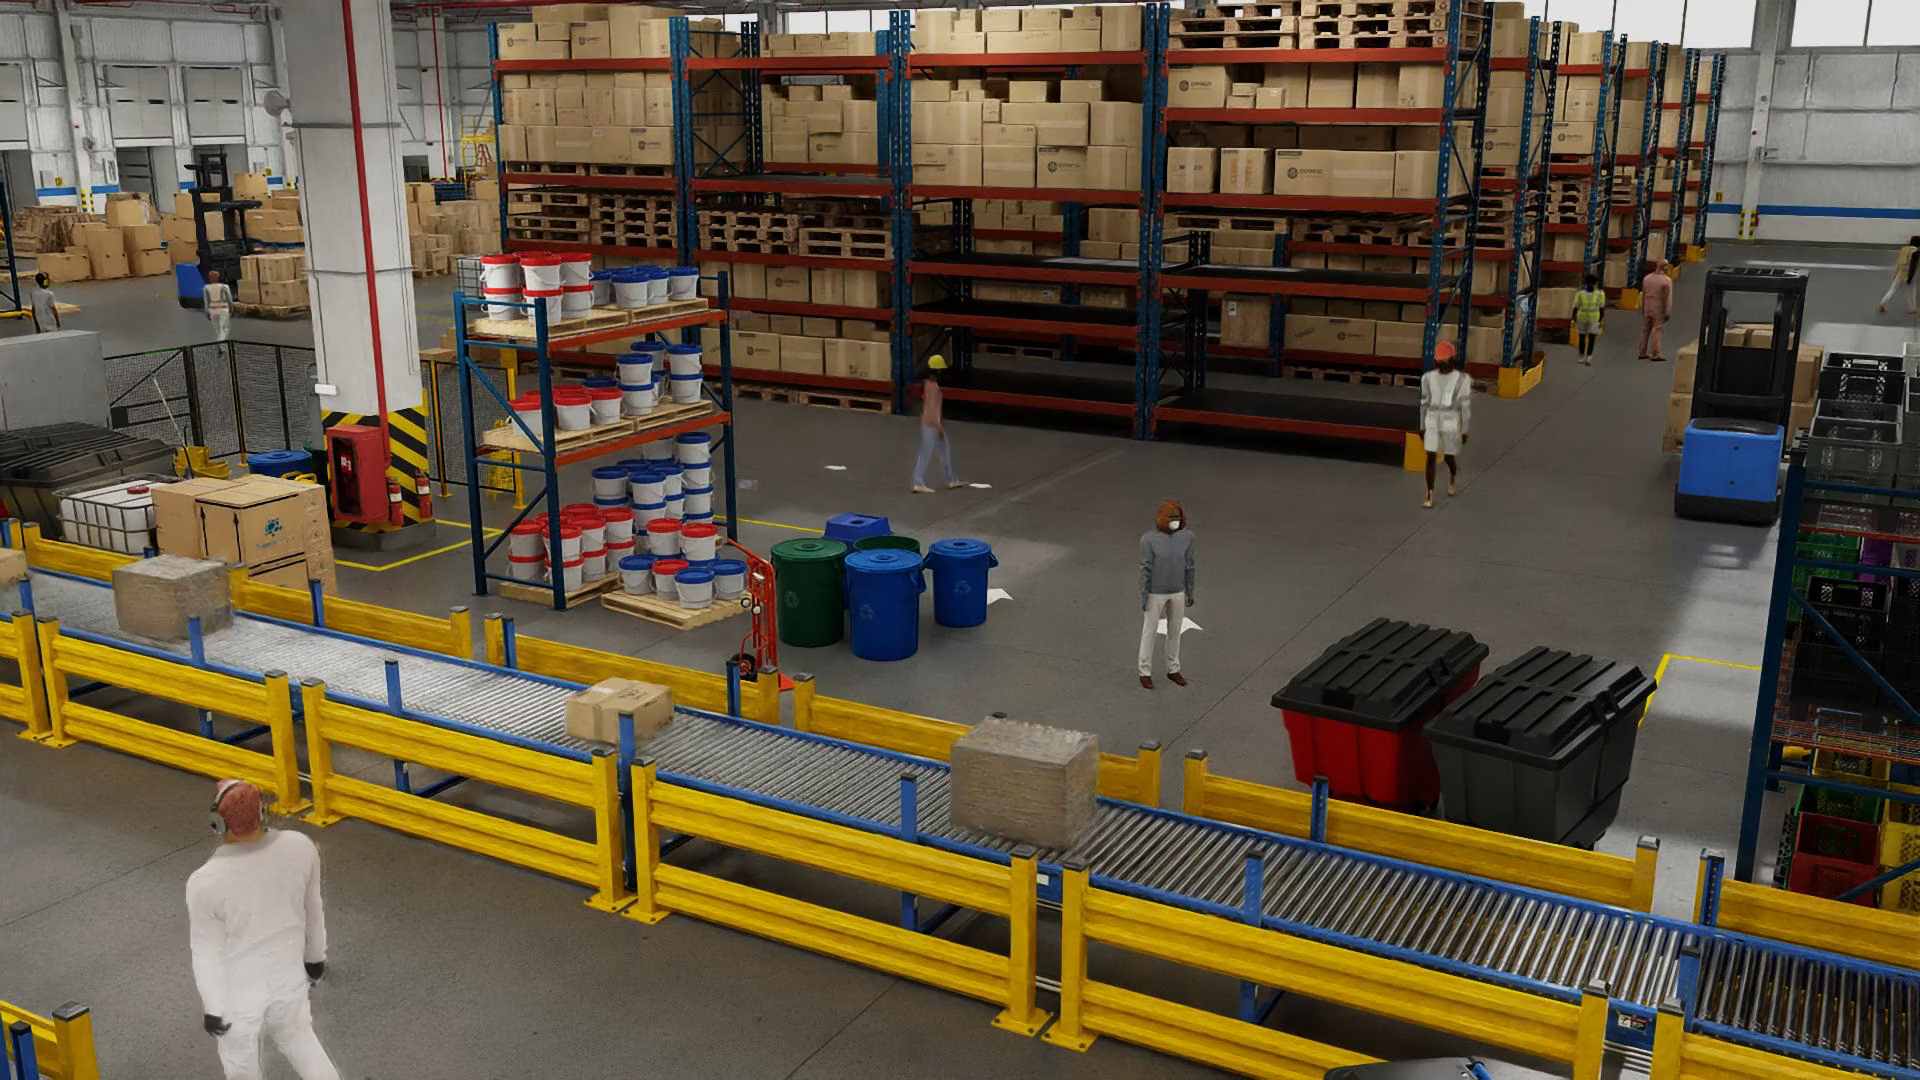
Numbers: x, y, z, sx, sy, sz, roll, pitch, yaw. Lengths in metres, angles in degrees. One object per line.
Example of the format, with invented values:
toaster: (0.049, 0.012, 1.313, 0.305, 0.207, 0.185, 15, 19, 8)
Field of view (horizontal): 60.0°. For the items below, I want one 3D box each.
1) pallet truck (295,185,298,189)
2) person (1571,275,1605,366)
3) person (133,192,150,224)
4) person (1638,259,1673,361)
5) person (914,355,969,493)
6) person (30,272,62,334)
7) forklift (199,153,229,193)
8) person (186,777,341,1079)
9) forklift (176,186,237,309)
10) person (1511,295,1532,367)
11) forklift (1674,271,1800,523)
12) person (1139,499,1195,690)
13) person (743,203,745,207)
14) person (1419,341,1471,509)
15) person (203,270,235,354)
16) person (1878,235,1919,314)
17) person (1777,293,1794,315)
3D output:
pallet truck: (-26.804, -14.617, 69.738, 1.885, 1.965, 0.823, -14, 20, -42)
person: (11.528, -4.028, 30.581, 0.555, 1.648, 0.872, 7, 16, 25)
person: (-26.189, -10.141, 53.083, 0.660, 1.933, 0.399, -4, 15, -15)
person: (13.060, -4.303, 31.165, 0.399, 1.899, 0.646, -8, 17, -28)
person: (-0.219, -1.432, 20.653, 0.805, 1.733, 0.554, -1, 15, -2)
person: (-15.993, -3.759, 29.172, 0.533, 1.868, 0.310, 4, 15, 14)
forklift: (-27.440, -12.865, 61.464, 1.873, 2.768, 1.129, 8, 17, 28)
person: (-3.154, 1.980, 7.576, 0.781, 1.882, 0.647, 10, 18, 34)
forklift: (-17.179, -6.744, 38.454, 1.873, 2.768, 1.129, 8, 17, 28)
person: (10.116, -3.934, 30.169, 0.557, 1.685, 0.371, -6, 16, -23)
forklift: (9.269, -1.763, 19.726, 1.129, 2.768, 1.873, 8, 17, 27)
person: (1.715, 0.448, 13.824, 0.497, 1.626, 0.287, -5, 16, -18)
person: (-6.530, -9.114, 49.408, 0.717, 1.814, 0.643, 13, 19, 39)
person: (5.843, -1.410, 20.058, 0.617, 2.018, 0.820, 9, 17, 30)
person: (-14.249, -4.368, 31.937, 0.523, 1.615, 0.631, 0, 15, 0)
person: (21.525, -6.056, 37.979, 0.929, 1.800, 0.654, -2, 15, -8)
person: (15.596, -4.237, 31.435, 0.280, 1.624, 0.494, 4, 15, 13)
